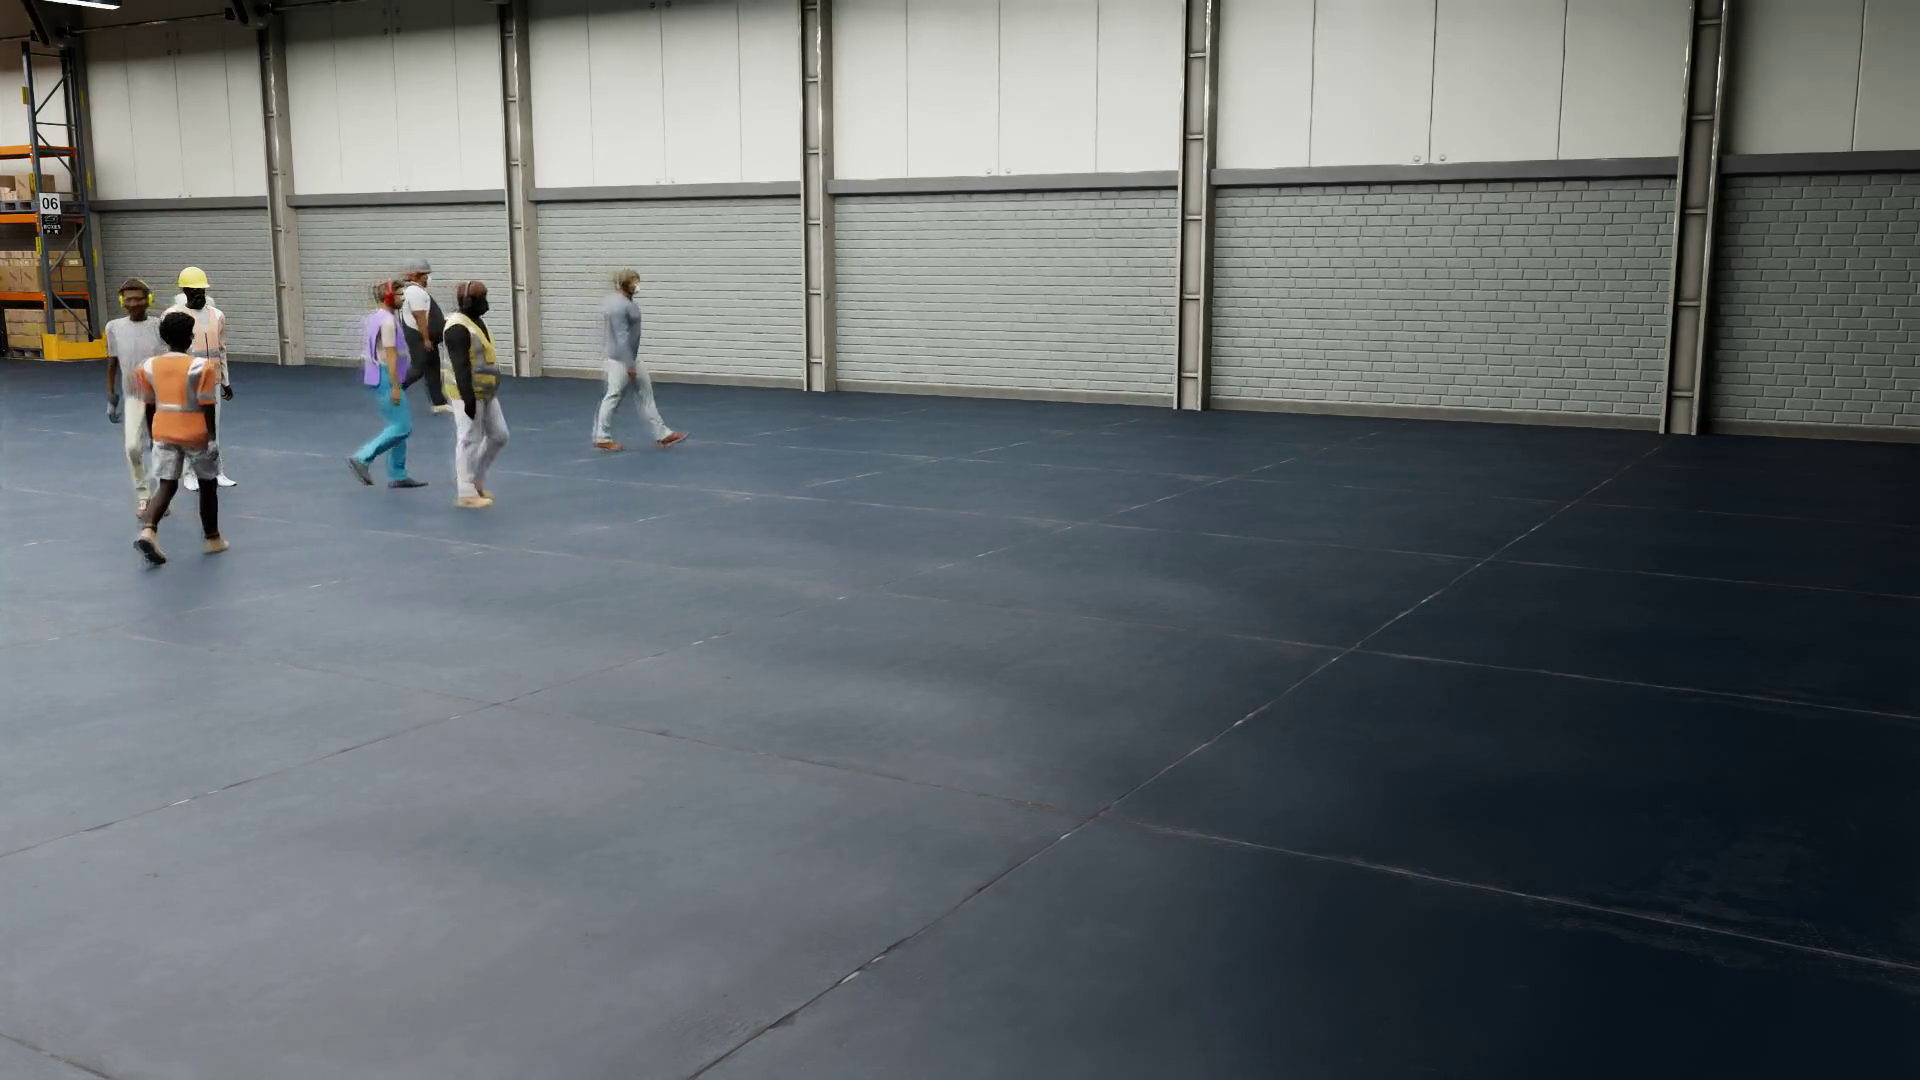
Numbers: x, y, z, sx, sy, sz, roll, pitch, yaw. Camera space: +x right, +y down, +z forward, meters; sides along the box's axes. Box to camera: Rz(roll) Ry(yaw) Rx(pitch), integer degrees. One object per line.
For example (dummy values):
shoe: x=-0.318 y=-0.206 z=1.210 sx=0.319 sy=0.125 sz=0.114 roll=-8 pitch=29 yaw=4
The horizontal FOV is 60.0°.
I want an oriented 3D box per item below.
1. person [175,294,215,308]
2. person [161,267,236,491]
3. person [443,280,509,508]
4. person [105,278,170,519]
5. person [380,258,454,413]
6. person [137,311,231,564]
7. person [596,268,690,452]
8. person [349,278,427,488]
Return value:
person: x=-9.541 y=-2.462 z=20.896 sx=0.571 sy=1.850 sz=0.549 roll=1 pitch=10 yaw=5
person: x=-6.609 y=-1.400 z=14.466 sx=0.369 sy=1.927 sz=0.588 roll=6 pitch=11 yaw=30
person: x=-3.900 y=-1.161 z=13.361 sx=0.445 sy=1.826 sz=0.652 roll=0 pitch=10 yaw=3
person: x=-6.267 y=-1.075 z=12.781 sx=0.578 sy=1.850 sz=0.545 roll=-3 pitch=10 yaw=-19
person: x=-6.968 y=-2.622 z=21.288 sx=0.880 sy=2.000 sz=0.685 roll=-2 pitch=10 yaw=-13
person: x=-5.177 y=-0.679 z=11.015 sx=0.536 sy=1.671 sz=0.785 roll=1 pitch=10 yaw=5
person: x=-3.330 y=-1.840 z=17.153 sx=0.999 sy=1.888 sz=0.652 roll=1 pitch=10 yaw=5
person: x=-4.969 y=-1.338 z=14.379 sx=0.549 sy=1.829 sz=0.595 roll=-4 pitch=11 yaw=-23
